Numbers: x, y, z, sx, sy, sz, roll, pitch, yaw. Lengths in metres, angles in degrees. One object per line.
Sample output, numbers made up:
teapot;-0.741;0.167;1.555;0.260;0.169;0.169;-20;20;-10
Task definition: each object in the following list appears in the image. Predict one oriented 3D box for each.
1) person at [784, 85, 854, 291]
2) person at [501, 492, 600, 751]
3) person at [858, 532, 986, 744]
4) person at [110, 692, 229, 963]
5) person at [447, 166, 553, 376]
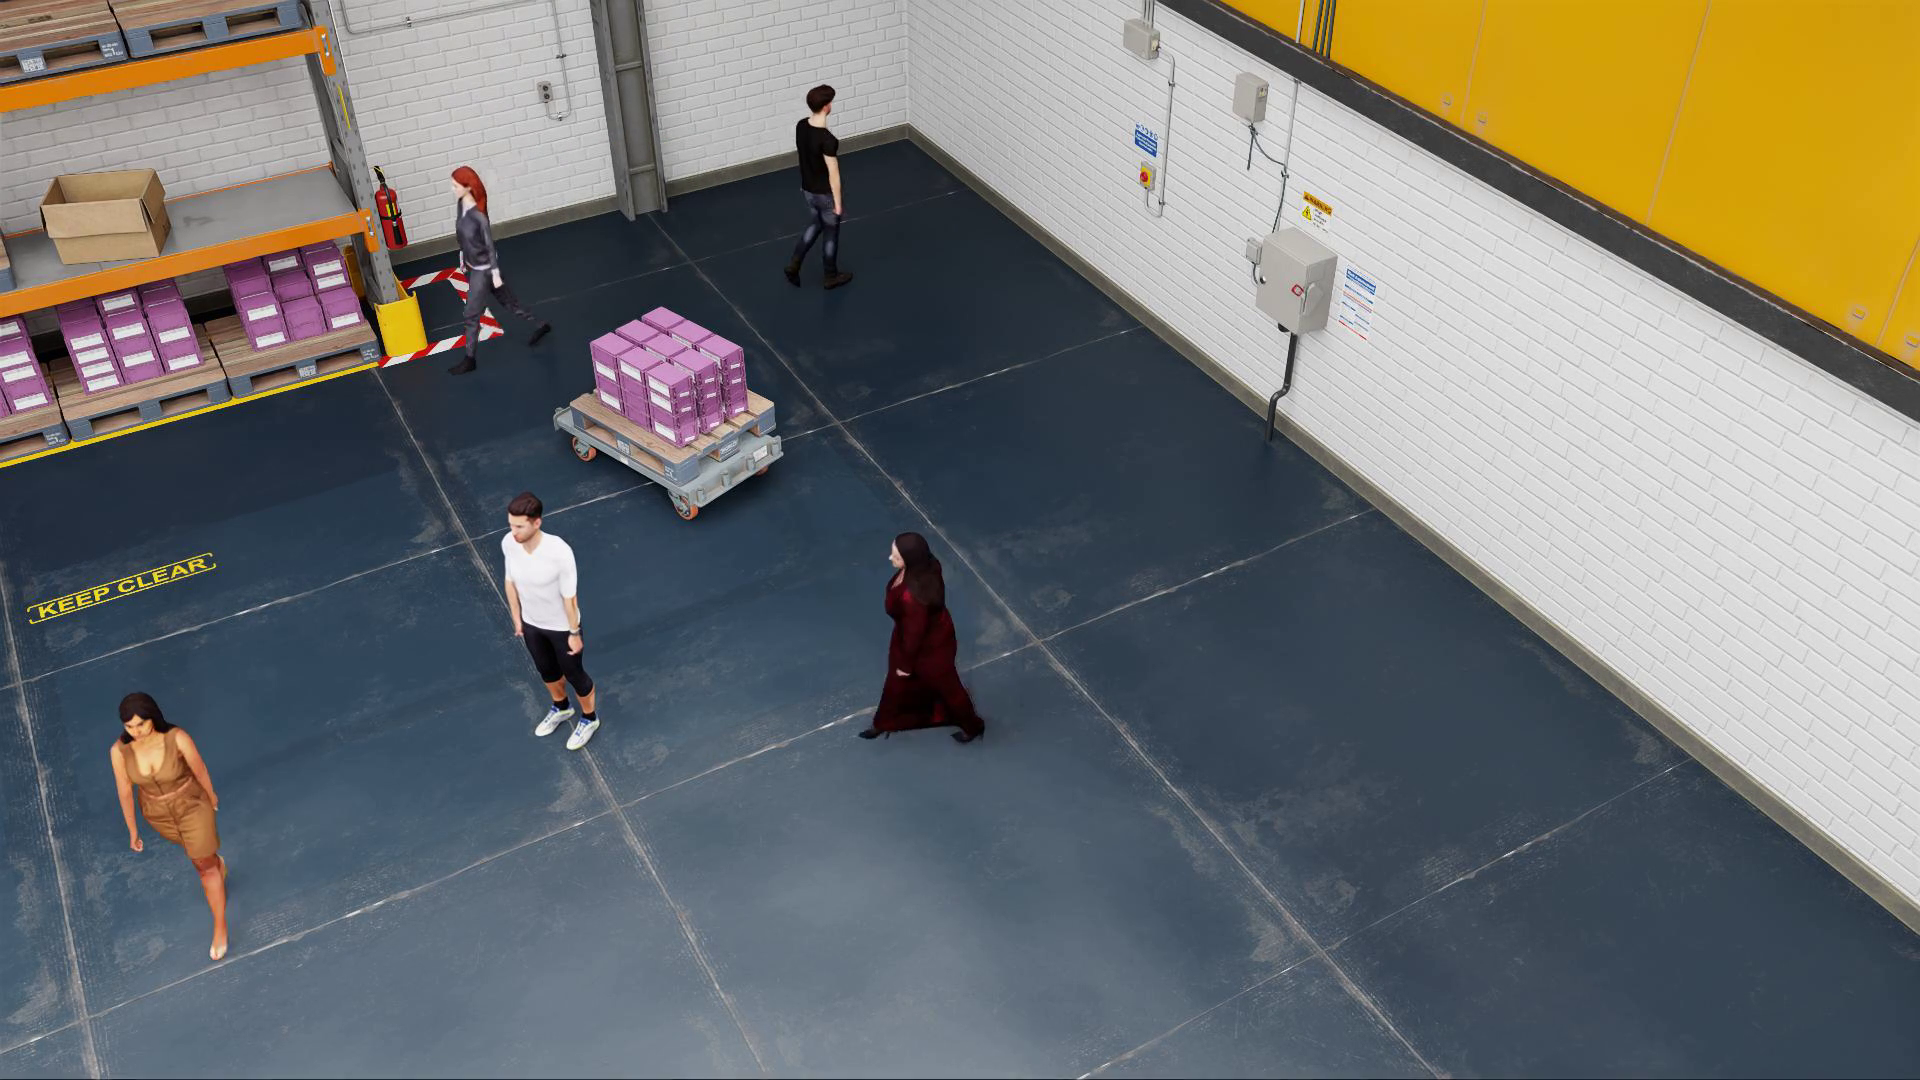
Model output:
person;-1.264;-2.971;14.289;1.004;1.888;0.822;-31;48;-33
person;-2.460;0.467;10.015;0.741;1.848;0.774;14;41;17
person;-0.124;0.612;9.952;1.133;1.702;0.938;1;39;1
person;-4.221;1.404;8.997;0.979;1.656;0.854;-5;39;-6
person;-3.774;-2.203;13.448;1.183;1.737;0.661;-23;44;-26
